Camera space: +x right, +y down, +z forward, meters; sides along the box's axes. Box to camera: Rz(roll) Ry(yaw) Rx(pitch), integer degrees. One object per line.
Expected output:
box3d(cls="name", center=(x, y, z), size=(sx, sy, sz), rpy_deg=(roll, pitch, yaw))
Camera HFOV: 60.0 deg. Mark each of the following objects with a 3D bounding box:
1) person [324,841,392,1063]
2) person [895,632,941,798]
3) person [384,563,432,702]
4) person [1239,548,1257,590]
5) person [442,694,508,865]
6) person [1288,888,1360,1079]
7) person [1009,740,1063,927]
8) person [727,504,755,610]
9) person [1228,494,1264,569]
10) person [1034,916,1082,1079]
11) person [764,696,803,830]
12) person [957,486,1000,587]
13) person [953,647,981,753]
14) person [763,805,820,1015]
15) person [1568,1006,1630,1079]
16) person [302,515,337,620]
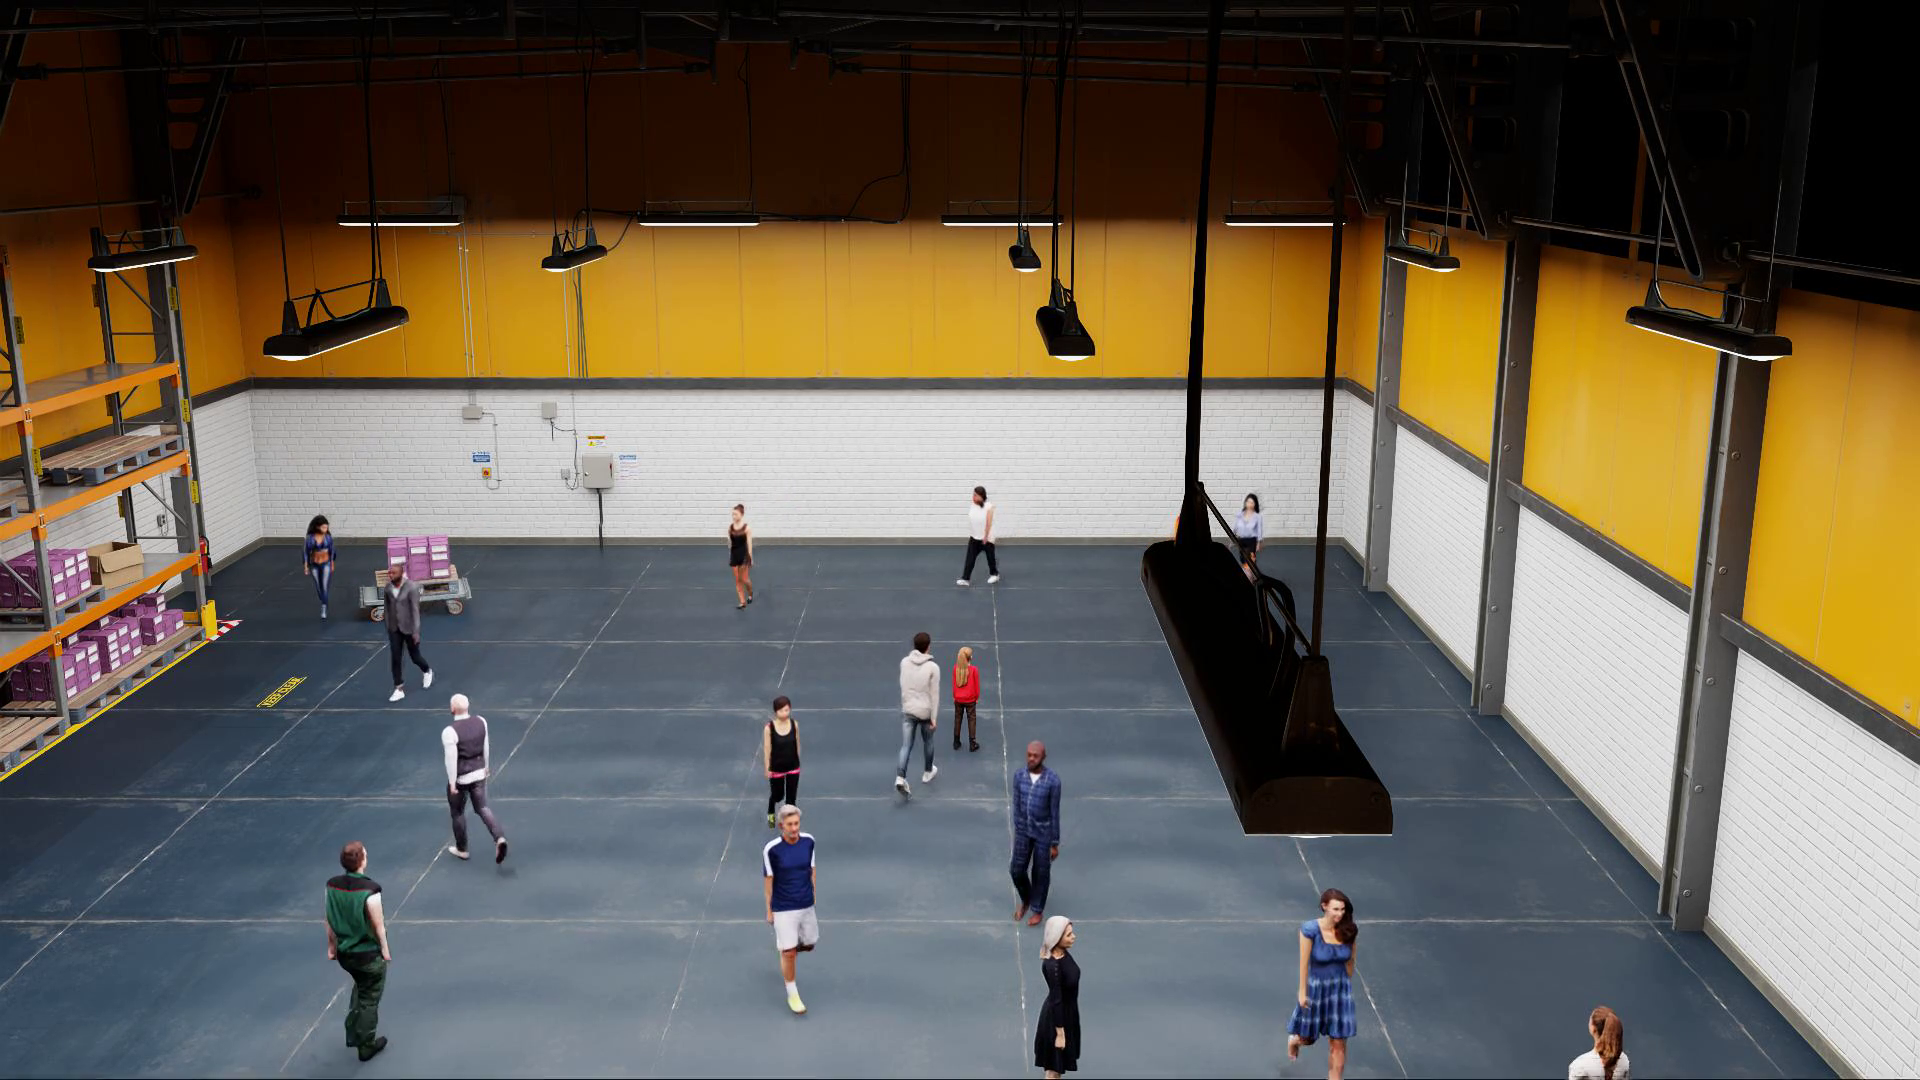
box3d(cls="person", center=(-4.817, 3.289, 13.231), size=(0.732, 1.835, 0.755), rpy_deg=(5, 15, 21))
box3d(cls="person", center=(-0.520, 1.988, 18.667), size=(0.884, 1.806, 1.337), rpy_deg=(4, 14, 16))
box3d(cls="person", center=(-7.307, 1.184, 22.015), size=(0.816, 1.792, 1.128), rpy_deg=(2, 14, 9))
box3d(cls="person", center=(3.953, 0.969, 22.946), size=(0.717, 1.772, 0.494), rpy_deg=(-7, 15, -26))
box3d(cls="person", center=(-4.918, 2.440, 16.805), size=(1.171, 1.803, 1.157), rpy_deg=(10, 17, 37))
box3d(cls="person", center=(2.732, 3.465, 12.610), size=(0.752, 1.785, 1.046), rpy_deg=(-2, 14, -10))
box3d(cls="person", center=(0.736, 2.724, 15.626), size=(0.754, 1.806, 0.766), rpy_deg=(5, 15, 20))
box3d(cls="person", center=(-3.400, 0.259, 26.107), size=(0.702, 1.665, 0.752), rpy_deg=(6, 15, 22))
box3d(cls="person", center=(4.625, 0.111, 26.666), size=(1.073, 1.689, 1.275), rpy_deg=(9, 16, 32))
box3d(cls="person", center=(0.733, 3.572, 12.251), size=(0.698, 1.746, 0.549), rpy_deg=(2, 14, 9))
box3d(cls="person", center=(-1.889, 2.372, 17.639), size=(0.677, 1.544, 0.752), rpy_deg=(-7, 15, -27))
box3d(cls="person", center=(0.411, -0.057, 27.441), size=(1.101, 1.652, 1.167), rpy_deg=(13, 19, 43))
box3d(cls="person", center=(0.063, 1.912, 20.099), size=(0.542, 1.280, 0.560), rpy_deg=(5, 14, 19))
box3d(cls="person", center=(-1.461, 3.076, 14.135), size=(0.895, 1.824, 1.038), rpy_deg=(-7, 15, -28))
box3d(cls="person", center=(4.198, 3.910, 10.944), size=(0.786, 1.705, 0.938), rpy_deg=(-5, 14, -19))
box3d(cls="person", center=(-9.877, 0.409, 25.677), size=(0.783, 1.576, 1.060), rpy_deg=(-3, 14, -12))
